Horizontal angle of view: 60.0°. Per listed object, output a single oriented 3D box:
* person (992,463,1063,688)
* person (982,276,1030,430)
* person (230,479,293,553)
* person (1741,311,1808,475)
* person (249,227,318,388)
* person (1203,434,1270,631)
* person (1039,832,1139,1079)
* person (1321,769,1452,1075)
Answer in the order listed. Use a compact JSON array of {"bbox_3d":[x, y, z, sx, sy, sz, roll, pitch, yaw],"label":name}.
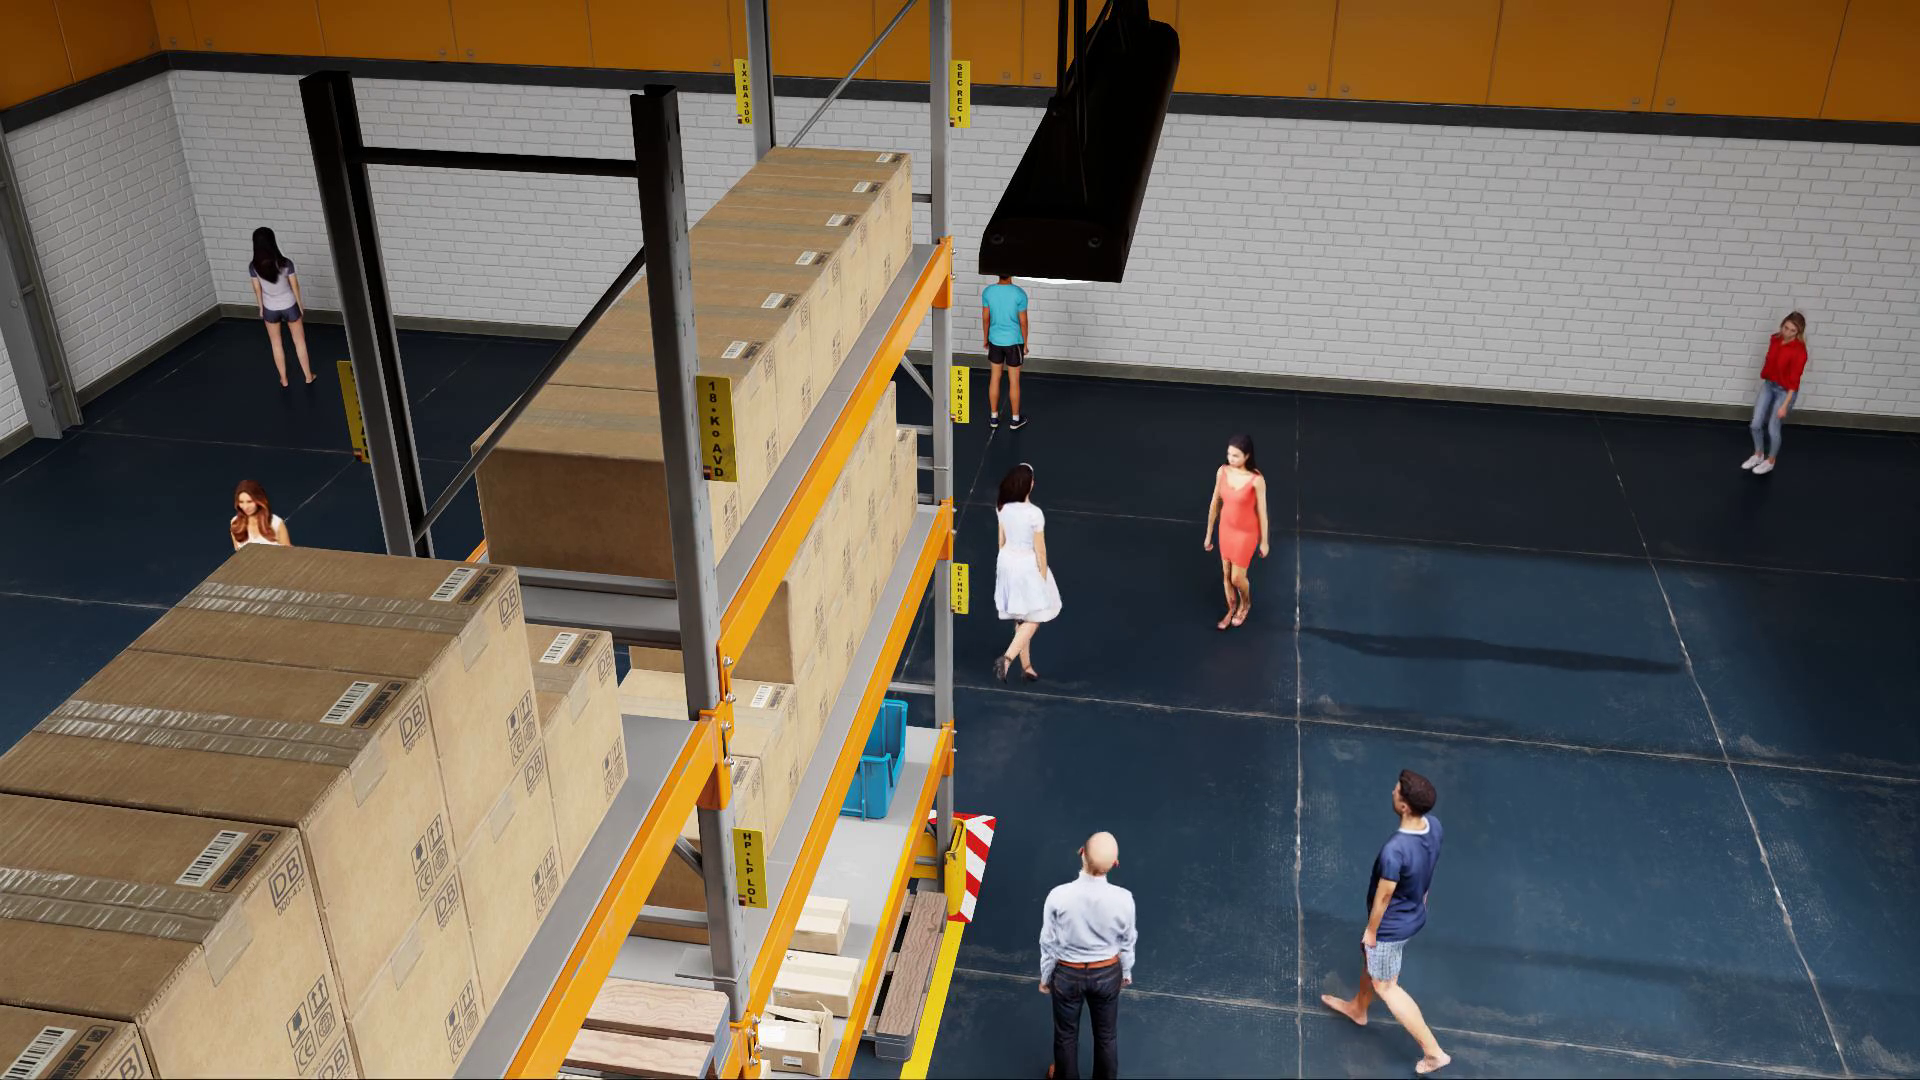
[{"bbox_3d":[0.396,0.337,12.188,0.886,1.787,1.012,23,36,36],"label":"person"},{"bbox_3d":[0.449,-1.951,16.394,0.636,1.777,0.554,8,30,15],"label":"person"},{"bbox_3d":[-5.023,0.318,12.252,0.741,1.759,1.007,-1,29,-3],"label":"person"},{"bbox_3d":[7.602,-1.358,15.419,0.843,1.670,0.769,-5,29,-9],"label":"person"},{"bbox_3d":[-7.099,-2.433,17.351,0.668,1.707,0.661,-7,29,-13],"label":"person"},{"bbox_3d":[2.219,-0.072,13.027,0.754,1.702,0.768,22,36,35],"label":"person"},{"bbox_3d":[0.658,2.263,8.659,0.711,1.786,0.663,-4,29,-7],"label":"person"},{"bbox_3d":[2.414,2.075,8.965,1.111,1.823,1.089,-24,37,-37],"label":"person"}]
